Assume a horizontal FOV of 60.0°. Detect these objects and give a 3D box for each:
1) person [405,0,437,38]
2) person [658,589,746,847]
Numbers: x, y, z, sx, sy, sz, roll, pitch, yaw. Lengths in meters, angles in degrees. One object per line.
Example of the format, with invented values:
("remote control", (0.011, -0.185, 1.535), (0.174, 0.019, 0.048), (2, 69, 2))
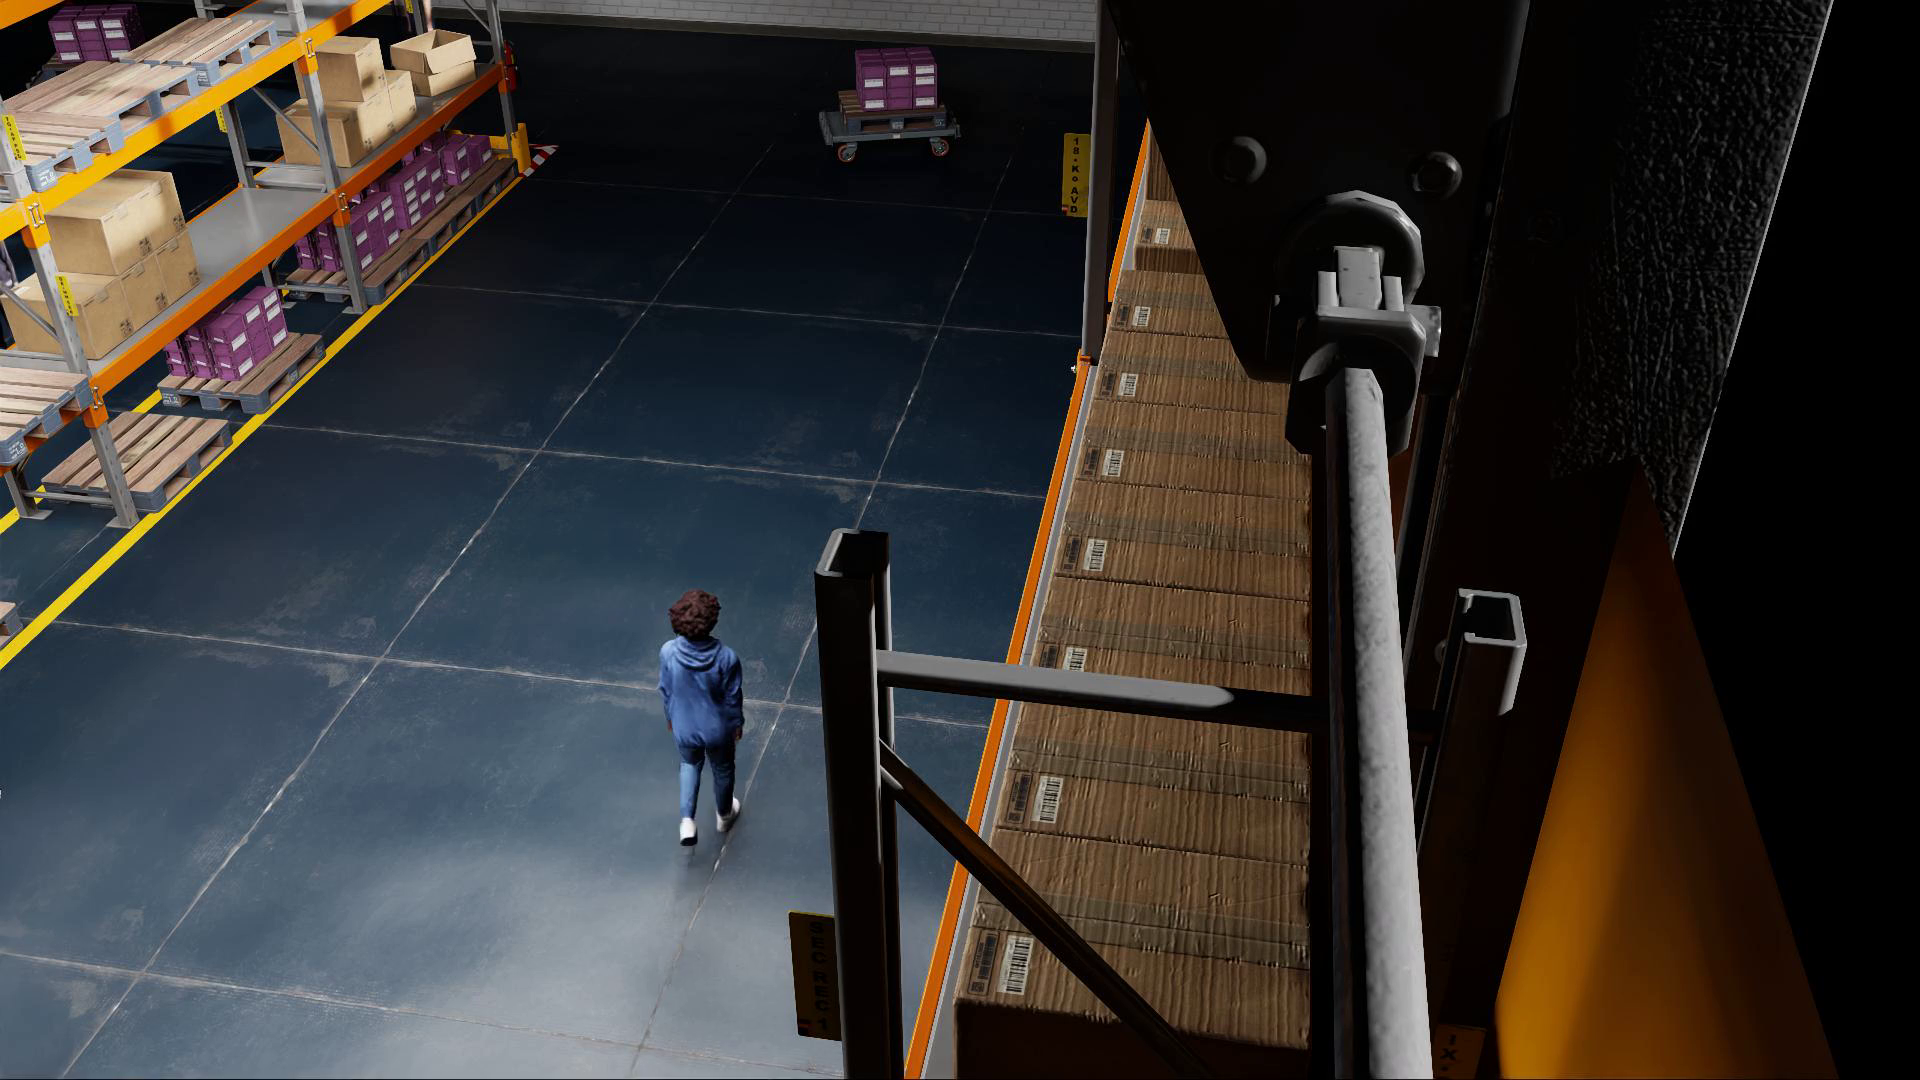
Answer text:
("person", (-7.019, -6.745, 21.772), (0.755, 1.863, 0.763), (26, 42, 34))
("person", (-1.568, 1.124, 9.990), (0.692, 1.800, 0.862), (4, 34, 7))
